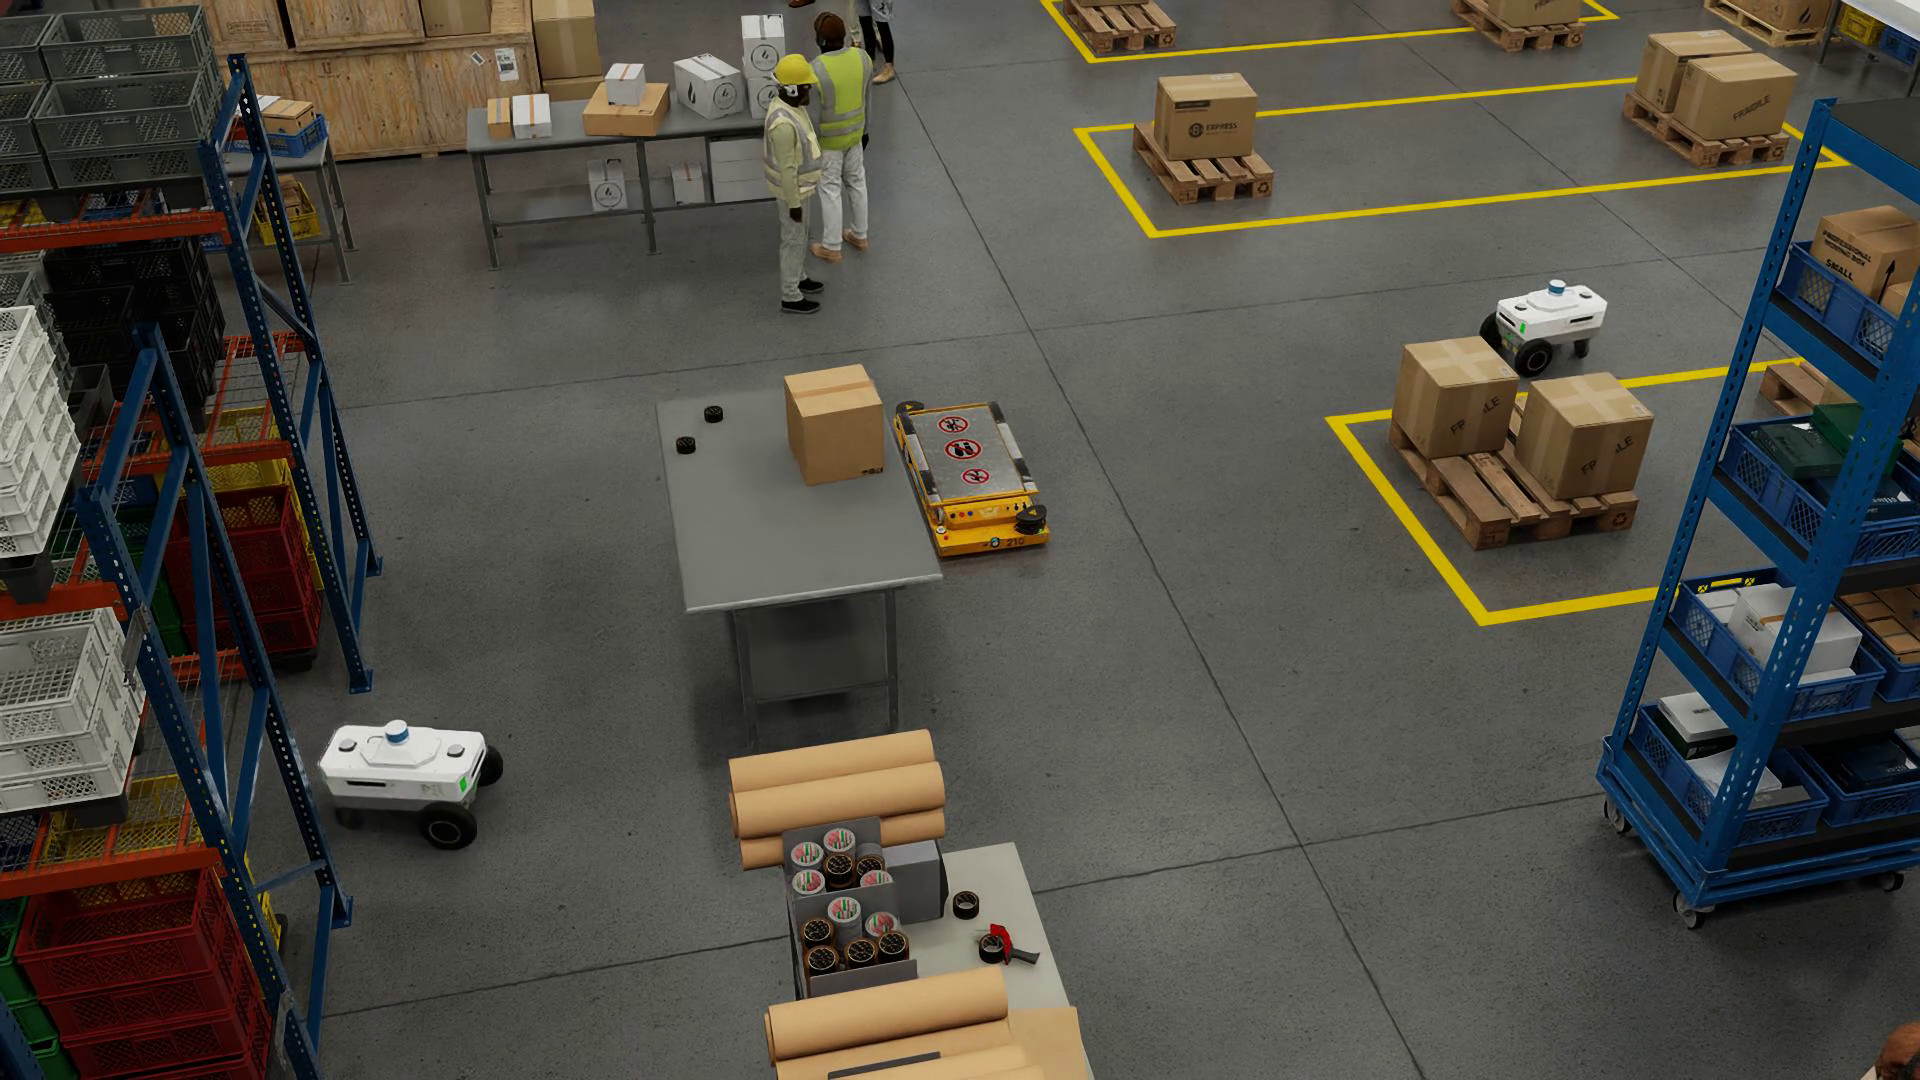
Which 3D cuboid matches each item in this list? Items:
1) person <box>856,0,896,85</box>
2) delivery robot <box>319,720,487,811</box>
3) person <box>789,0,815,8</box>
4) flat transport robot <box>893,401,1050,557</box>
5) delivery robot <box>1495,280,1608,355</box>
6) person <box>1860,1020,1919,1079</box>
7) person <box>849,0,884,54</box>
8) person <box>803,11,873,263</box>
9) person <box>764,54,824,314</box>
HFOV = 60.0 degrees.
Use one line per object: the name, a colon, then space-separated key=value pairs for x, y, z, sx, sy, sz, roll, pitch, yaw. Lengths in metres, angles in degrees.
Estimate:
person: x=-0.811 y=-4.998 z=15.071 sx=0.328 sy=1.689 sz=0.539 roll=-26 pitch=44 yaw=-31
delivery robot: x=-2.602 y=1.054 z=7.803 sx=0.707 sy=0.478 sz=0.477 roll=2 pitch=37 yaw=3
person: x=-1.707 y=-6.373 z=16.732 sx=0.409 sy=1.913 sz=0.646 roll=-20 pitch=41 yaw=-24
flat transport robot: x=0.046 y=-0.430 z=10.108 sx=0.652 sy=0.197 sz=1.431 roll=-8 pitch=37 yaw=-10
delivery robot: x=4.003 y=-1.526 z=11.269 sx=0.707 sy=0.478 sz=0.477 roll=-12 pitch=38 yaw=-15
person: x=2.929 y=2.150 z=5.499 sx=0.514 sy=1.642 sz=0.311 roll=-28 pitch=45 yaw=-32
person: x=-0.887 y=-5.463 z=15.560 sx=0.518 sy=1.856 sz=0.328 roll=-15 pitch=39 yaw=-19
person: x=-0.917 y=-2.945 z=12.184 sx=0.634 sy=1.840 sz=0.429 roll=-30 pitch=46 yaw=-34
person: x=-1.145 y=-2.481 z=11.578 sx=0.403 sy=1.824 sz=0.600 roll=1 pitch=37 yaw=1
